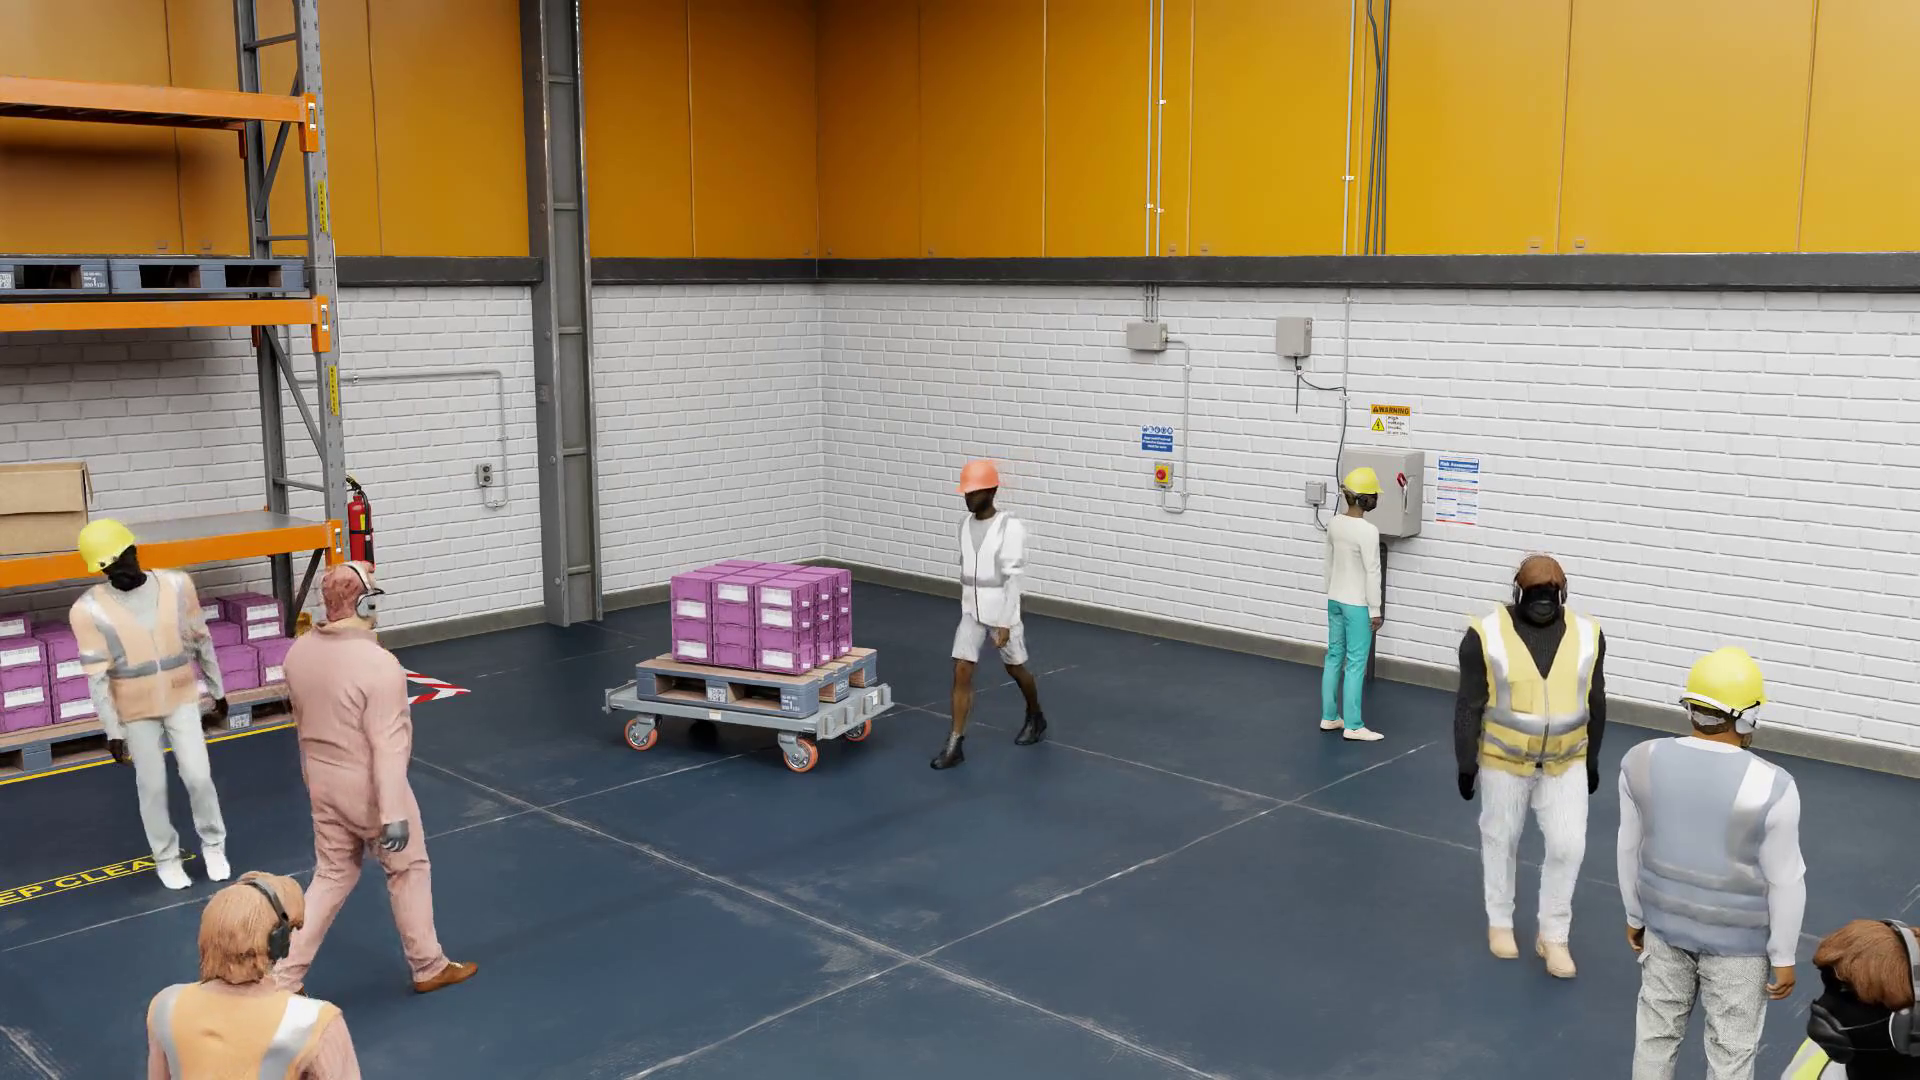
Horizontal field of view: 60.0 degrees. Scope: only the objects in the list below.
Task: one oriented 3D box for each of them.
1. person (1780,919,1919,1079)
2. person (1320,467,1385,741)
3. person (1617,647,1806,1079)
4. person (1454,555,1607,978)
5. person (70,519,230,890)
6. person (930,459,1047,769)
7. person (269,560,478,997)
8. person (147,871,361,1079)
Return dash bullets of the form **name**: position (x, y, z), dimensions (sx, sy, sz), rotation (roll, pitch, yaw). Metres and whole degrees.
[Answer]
- **person**: position (1.704, 1.606, 3.184), dimensions (0.430, 1.845, 0.619), rotation (0, 9, 1)
- **person**: position (2.558, 0.409, 10.756), dimensions (0.320, 1.767, 0.534), rotation (-4, 10, -21)
- **person**: position (2.436, 1.248, 5.407), dimensions (0.404, 1.833, 0.590), rotation (-8, 12, -41)
- **person**: position (2.462, 0.968, 7.164), dimensions (0.657, 1.817, 0.654), rotation (1, 9, 5)
- **person**: position (-3.883, 0.804, 8.028), dimensions (0.692, 1.870, 0.462), rotation (-8, 12, -41)
- **person**: position (0.212, 0.422, 10.344), dimensions (0.542, 1.887, 1.026), rotation (7, 11, 35)
- **person**: position (-2.445, 1.009, 6.752), dimensions (0.661, 1.878, 0.868), rotation (6, 11, 33)
- **person**: position (-1.651, 1.582, 4.066), dimensions (0.540, 1.600, 0.819), rotation (2, 10, 14)
